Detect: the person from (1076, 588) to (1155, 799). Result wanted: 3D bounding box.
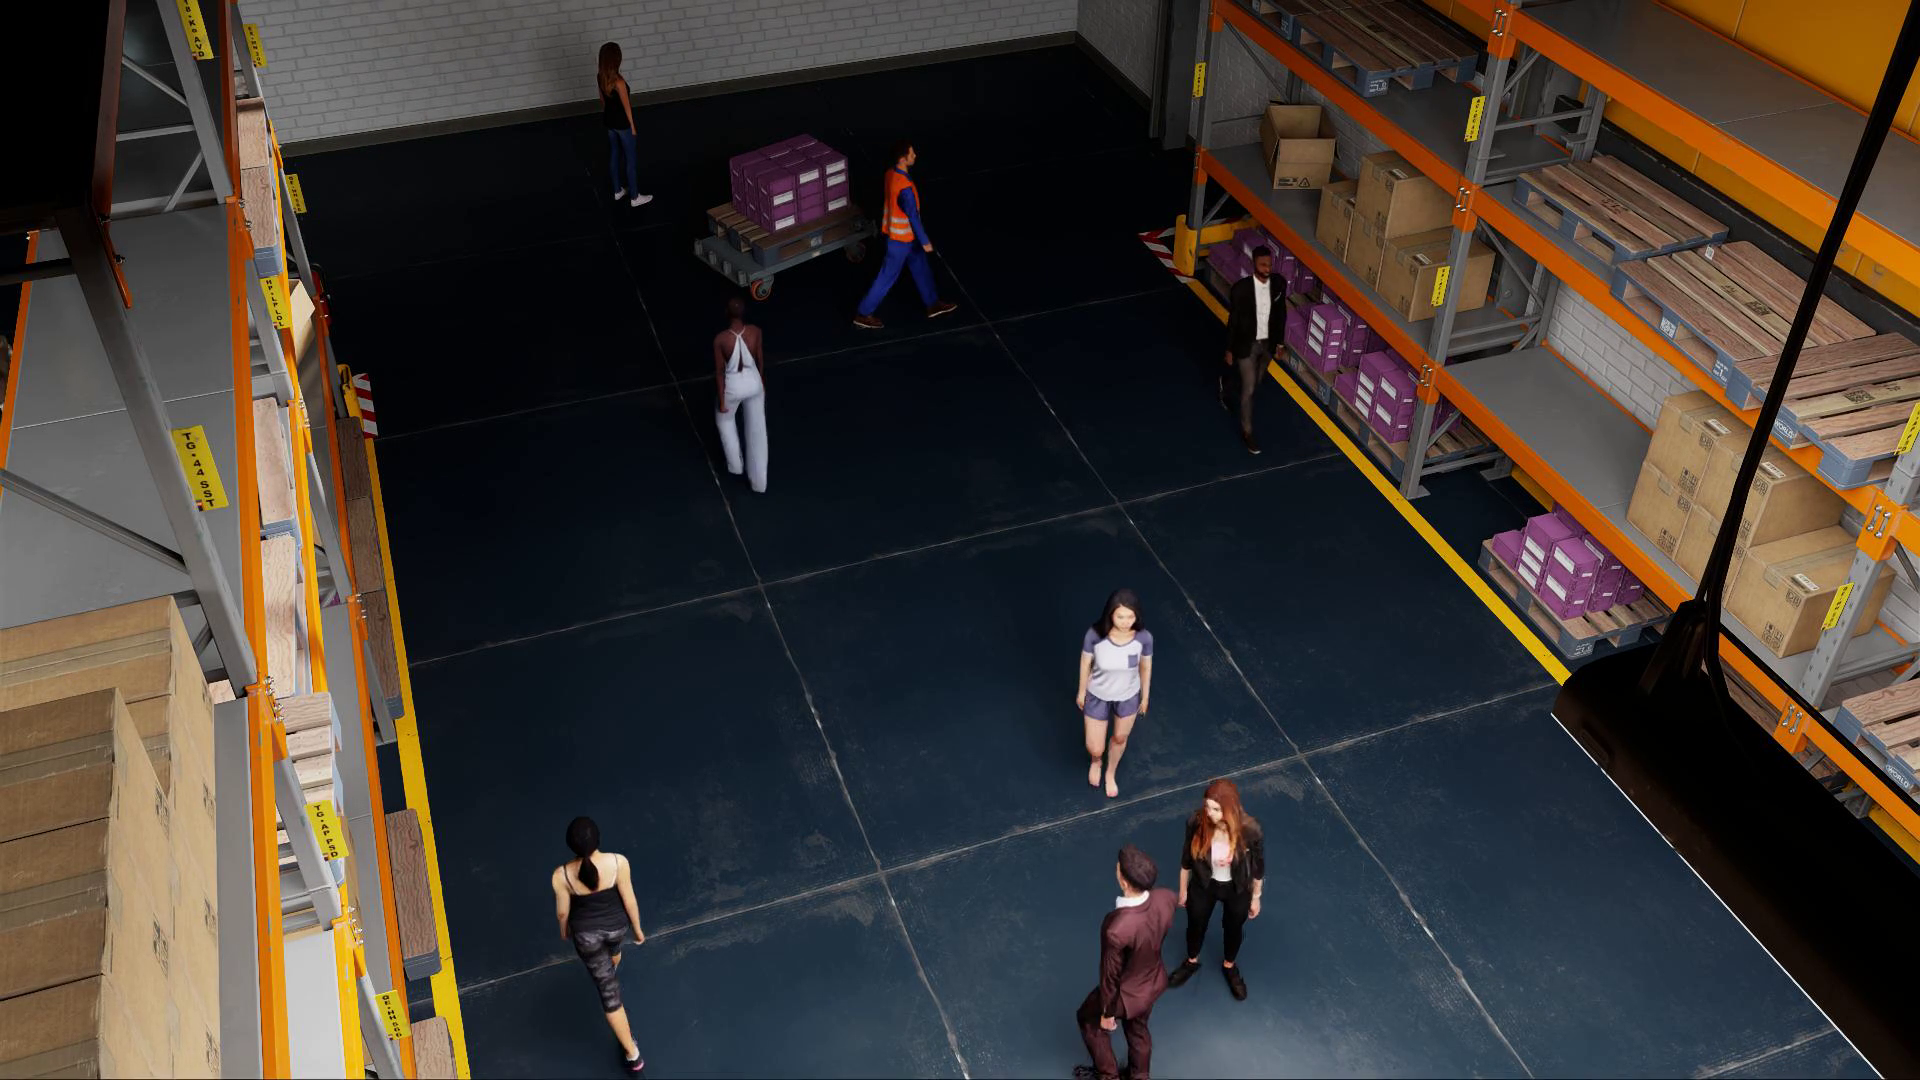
[{"bbox_3d":[0.978,0.927,10.639,0.687,1.699,0.685,-1,39,-2],"label":"person"}]

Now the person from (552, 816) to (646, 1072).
[{"bbox_3d":[-1.936,2.210,9.046,0.602,1.680,1.120,-14,41,-17],"label":"person"}]

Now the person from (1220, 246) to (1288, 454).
[{"bbox_3d":[2.396,-1.655,13.810,0.662,1.774,1.083,-12,40,-15],"label":"person"}]

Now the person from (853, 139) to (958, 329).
[{"bbox_3d":[-0.620,-2.727,15.116,0.871,1.820,1.216,-8,39,-10],"label":"person"}]

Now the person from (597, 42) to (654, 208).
[{"bbox_3d":[-3.520,-4.294,17.157,0.625,1.723,0.730,27,46,30],"label":"person"}]

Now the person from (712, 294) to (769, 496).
[{"bbox_3d":[-1.677,-1.099,13.119,0.638,1.769,0.752,-18,42,-21],"label":"person"}]

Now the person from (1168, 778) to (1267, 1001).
[{"bbox_3d":[1.509,1.940,9.365,0.714,1.704,0.738,5,39,6],"label":"person"}]

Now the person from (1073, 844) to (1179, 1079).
[{"bbox_3d":[0.951,2.368,8.713,0.809,1.849,0.779,-30,47,-32],"label":"person"}]
